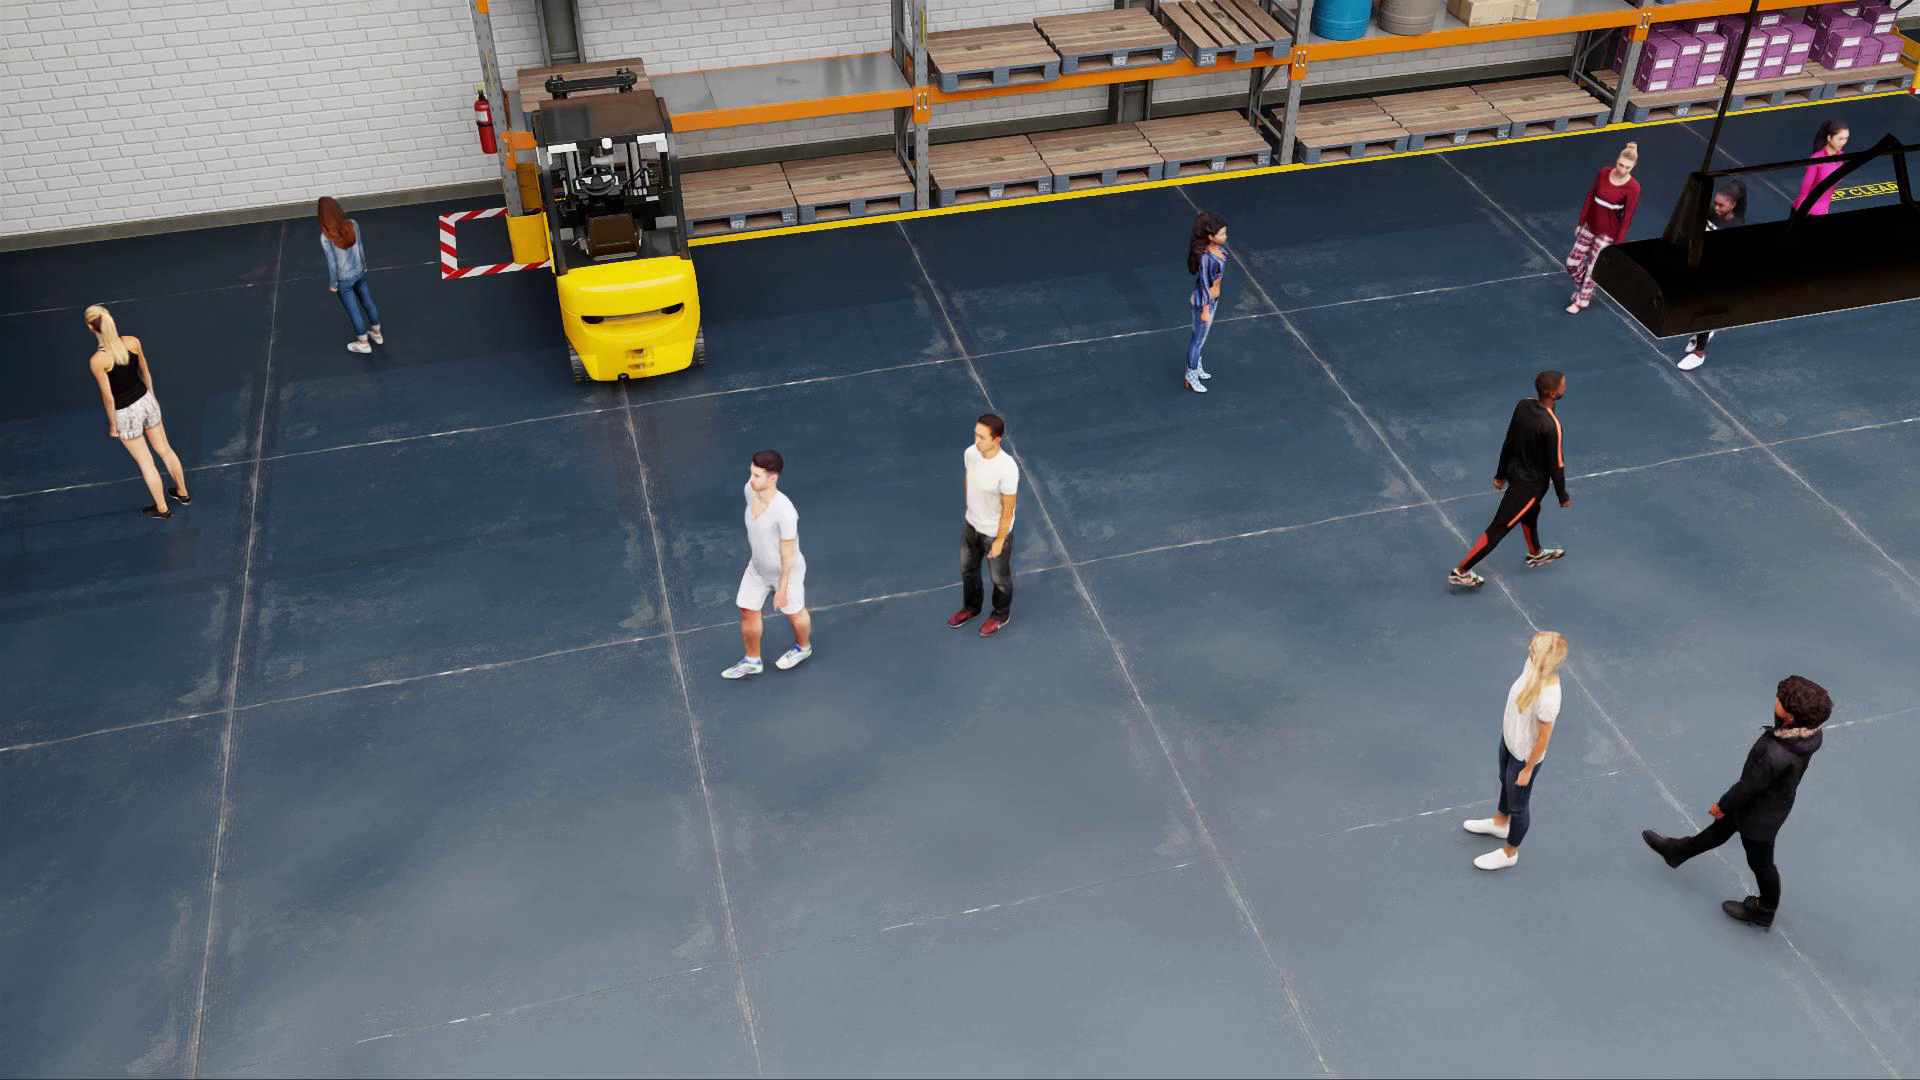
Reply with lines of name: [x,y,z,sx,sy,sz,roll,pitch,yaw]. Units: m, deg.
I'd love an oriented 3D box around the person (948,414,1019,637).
person: [0.259,-0.119,11.479,0.772,1.794,0.802,31,48,33]

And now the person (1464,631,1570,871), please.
person: [3.317,1.224,9.778,0.609,1.808,0.658,2,39,2]

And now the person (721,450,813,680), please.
person: [-1.153,0.131,11.125,1.050,1.836,0.936,-29,47,-31]

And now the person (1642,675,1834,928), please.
person: [4.630,1.547,9.436,1.077,1.730,1.116,28,46,31]

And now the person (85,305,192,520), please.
person: [-6.208,-0.979,12.506,0.731,1.846,0.681,18,42,21]

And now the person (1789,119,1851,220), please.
person: [7.759,-3.035,15.206,0.570,1.699,0.701,-19,42,-22]

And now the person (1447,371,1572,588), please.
person: [3.932,-0.382,11.826,1.214,1.762,0.677,-8,39,-10]

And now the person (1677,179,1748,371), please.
person: [6.456,-2.281,14.230,0.730,1.729,0.685,-16,41,-19]

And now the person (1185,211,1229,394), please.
person: [2.057,-2.005,13.974,0.717,1.616,0.694,11,40,14]

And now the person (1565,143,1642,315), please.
person: [5.793,-2.789,14.897,0.784,1.691,0.771,-25,45,-28]

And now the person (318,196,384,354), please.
person: [-5.314,-2.315,14.476,0.683,1.476,0.625,20,43,23]
